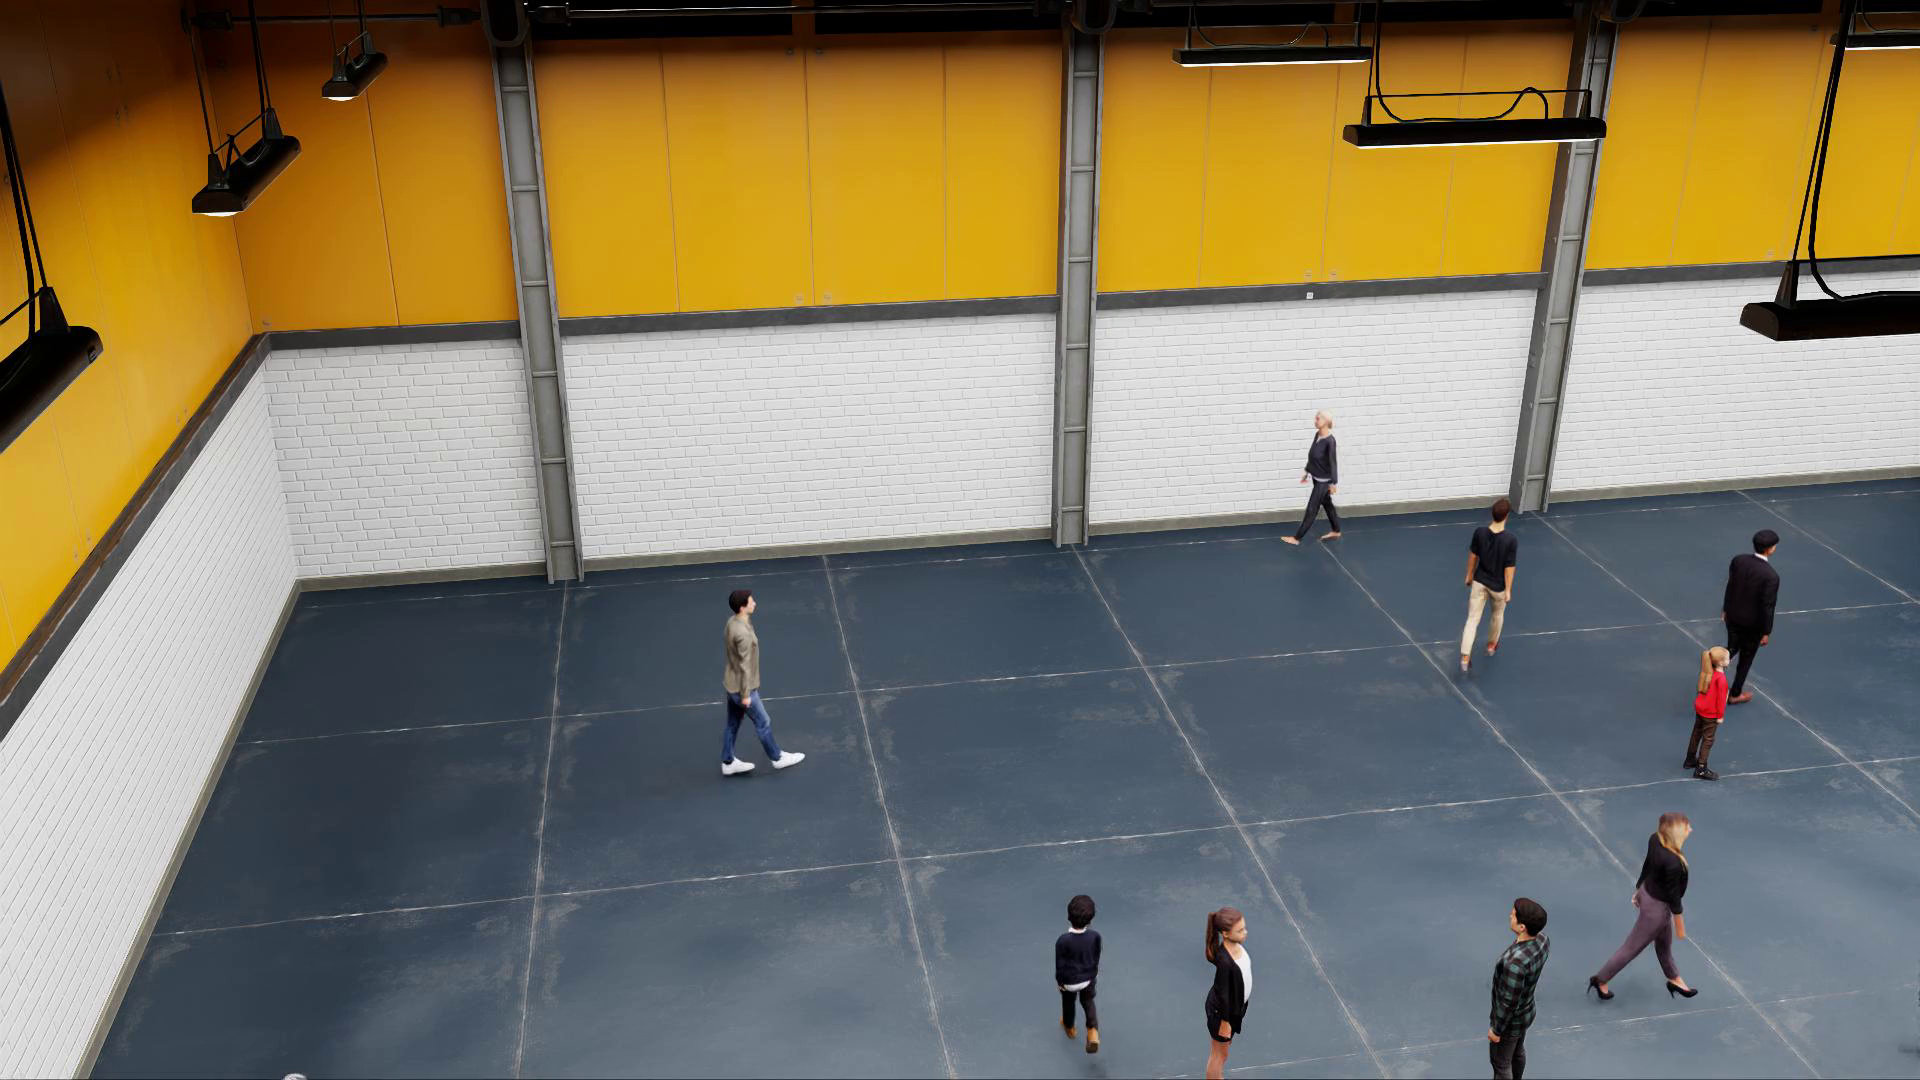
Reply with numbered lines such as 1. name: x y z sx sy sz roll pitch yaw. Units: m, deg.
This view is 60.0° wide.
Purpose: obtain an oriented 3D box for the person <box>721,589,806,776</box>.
1. person: -2.053 1.317 14.995 1.036 1.840 0.819 -8 25 -17

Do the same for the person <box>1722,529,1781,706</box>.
1. person: 7.594 0.773 16.200 0.948 1.871 0.853 -11 26 -24

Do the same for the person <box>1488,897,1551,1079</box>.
1. person: 3.643 3.083 10.967 0.778 1.715 0.722 18 29 35

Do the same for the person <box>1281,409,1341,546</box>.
1. person: 4.416 -0.742 19.902 1.046 1.682 0.641 -5 24 -11

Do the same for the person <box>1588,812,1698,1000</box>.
1. person: 4.944 2.707 12.082 1.095 1.625 0.802 3 24 6

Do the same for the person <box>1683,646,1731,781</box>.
1. person: 6.825 1.553 15.155 0.518 1.280 0.508 -2 24 -4

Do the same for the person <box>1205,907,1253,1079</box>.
1. person: 1.784 3.132 11.198 0.672 1.556 0.631 8 25 18

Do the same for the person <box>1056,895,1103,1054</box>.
1. person: 0.860 3.082 11.739 0.702 1.214 0.589 -7 24 -15

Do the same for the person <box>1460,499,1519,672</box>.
1. person: 5.344 0.499 16.896 1.165 1.816 1.190 14 27 29
